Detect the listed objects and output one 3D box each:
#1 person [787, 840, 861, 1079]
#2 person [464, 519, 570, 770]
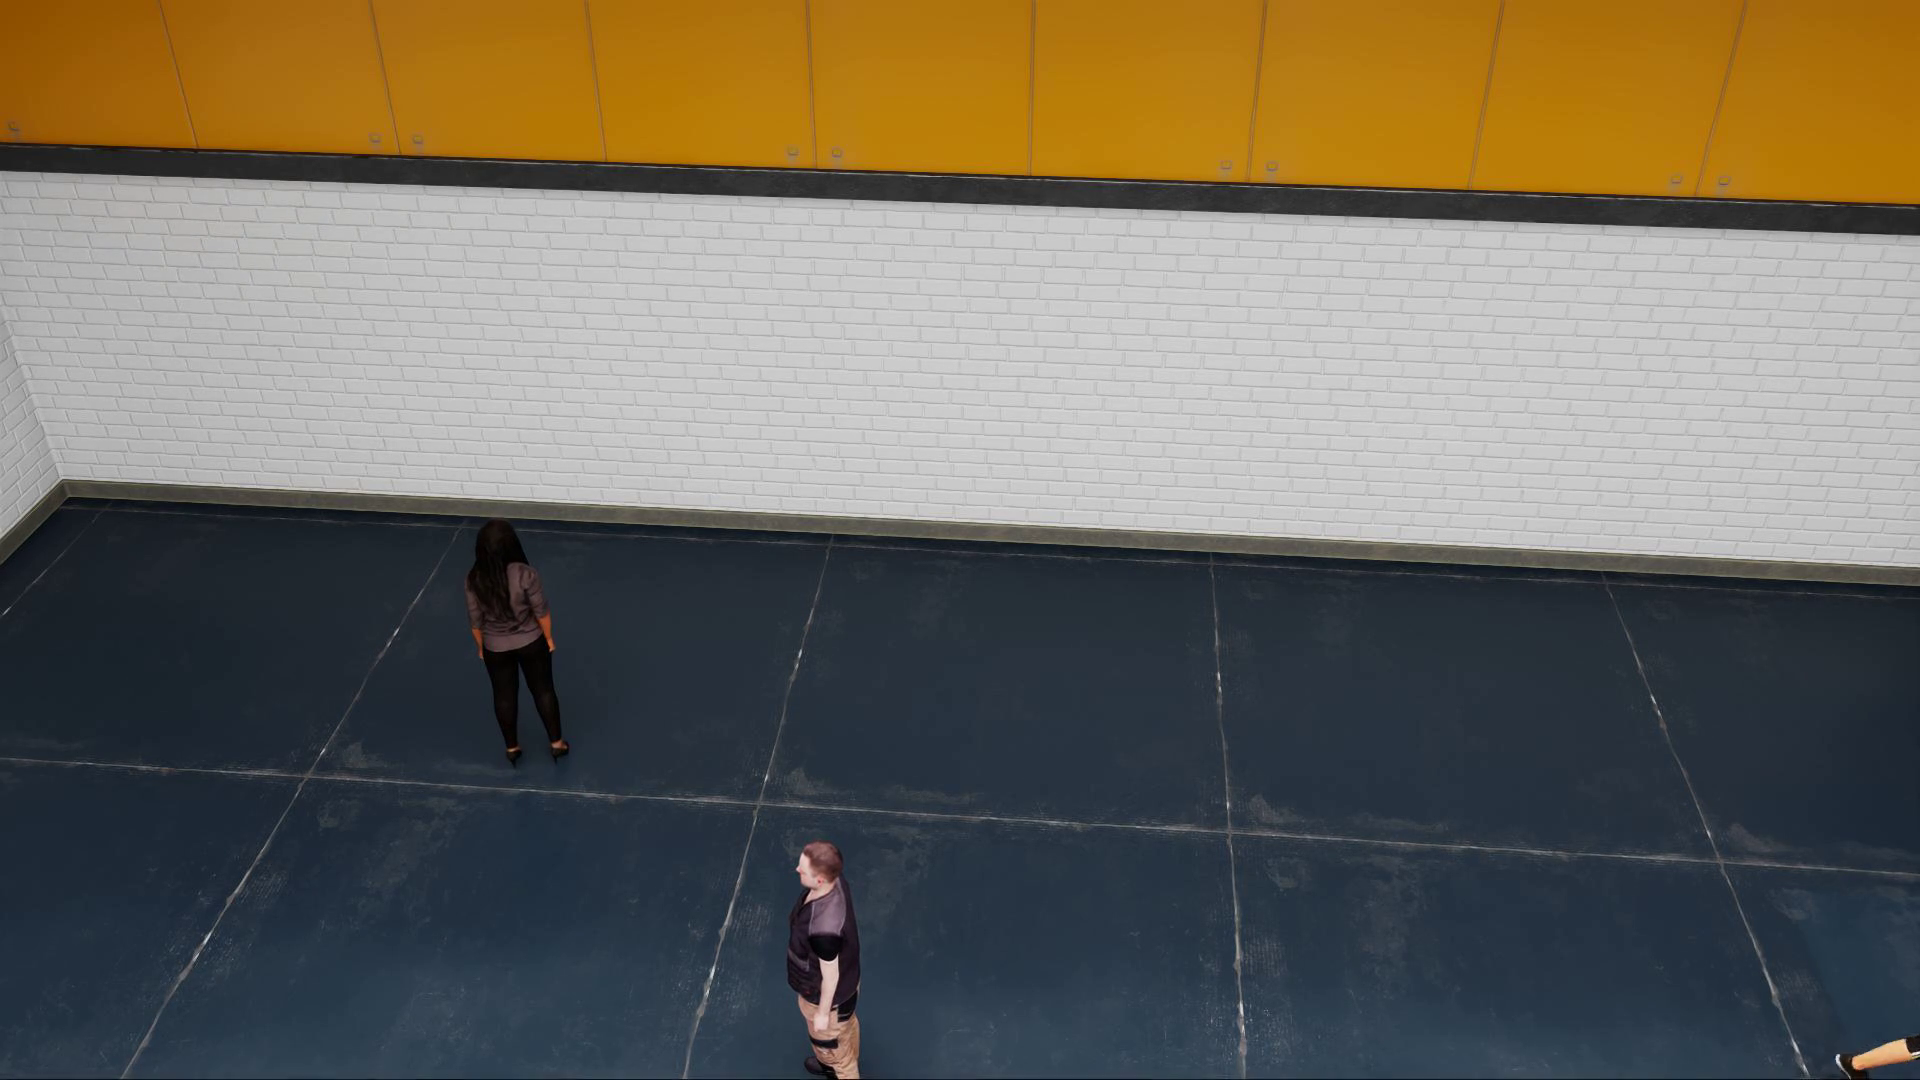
[{"bbox_3d":[-0.644,2.185,8.277,0.774,1.842,0.573,-2,34,-3],"label":"person"},{"bbox_3d":[-2.822,0.675,10.551,0.696,1.840,0.655,-3,34,-5],"label":"person"}]
